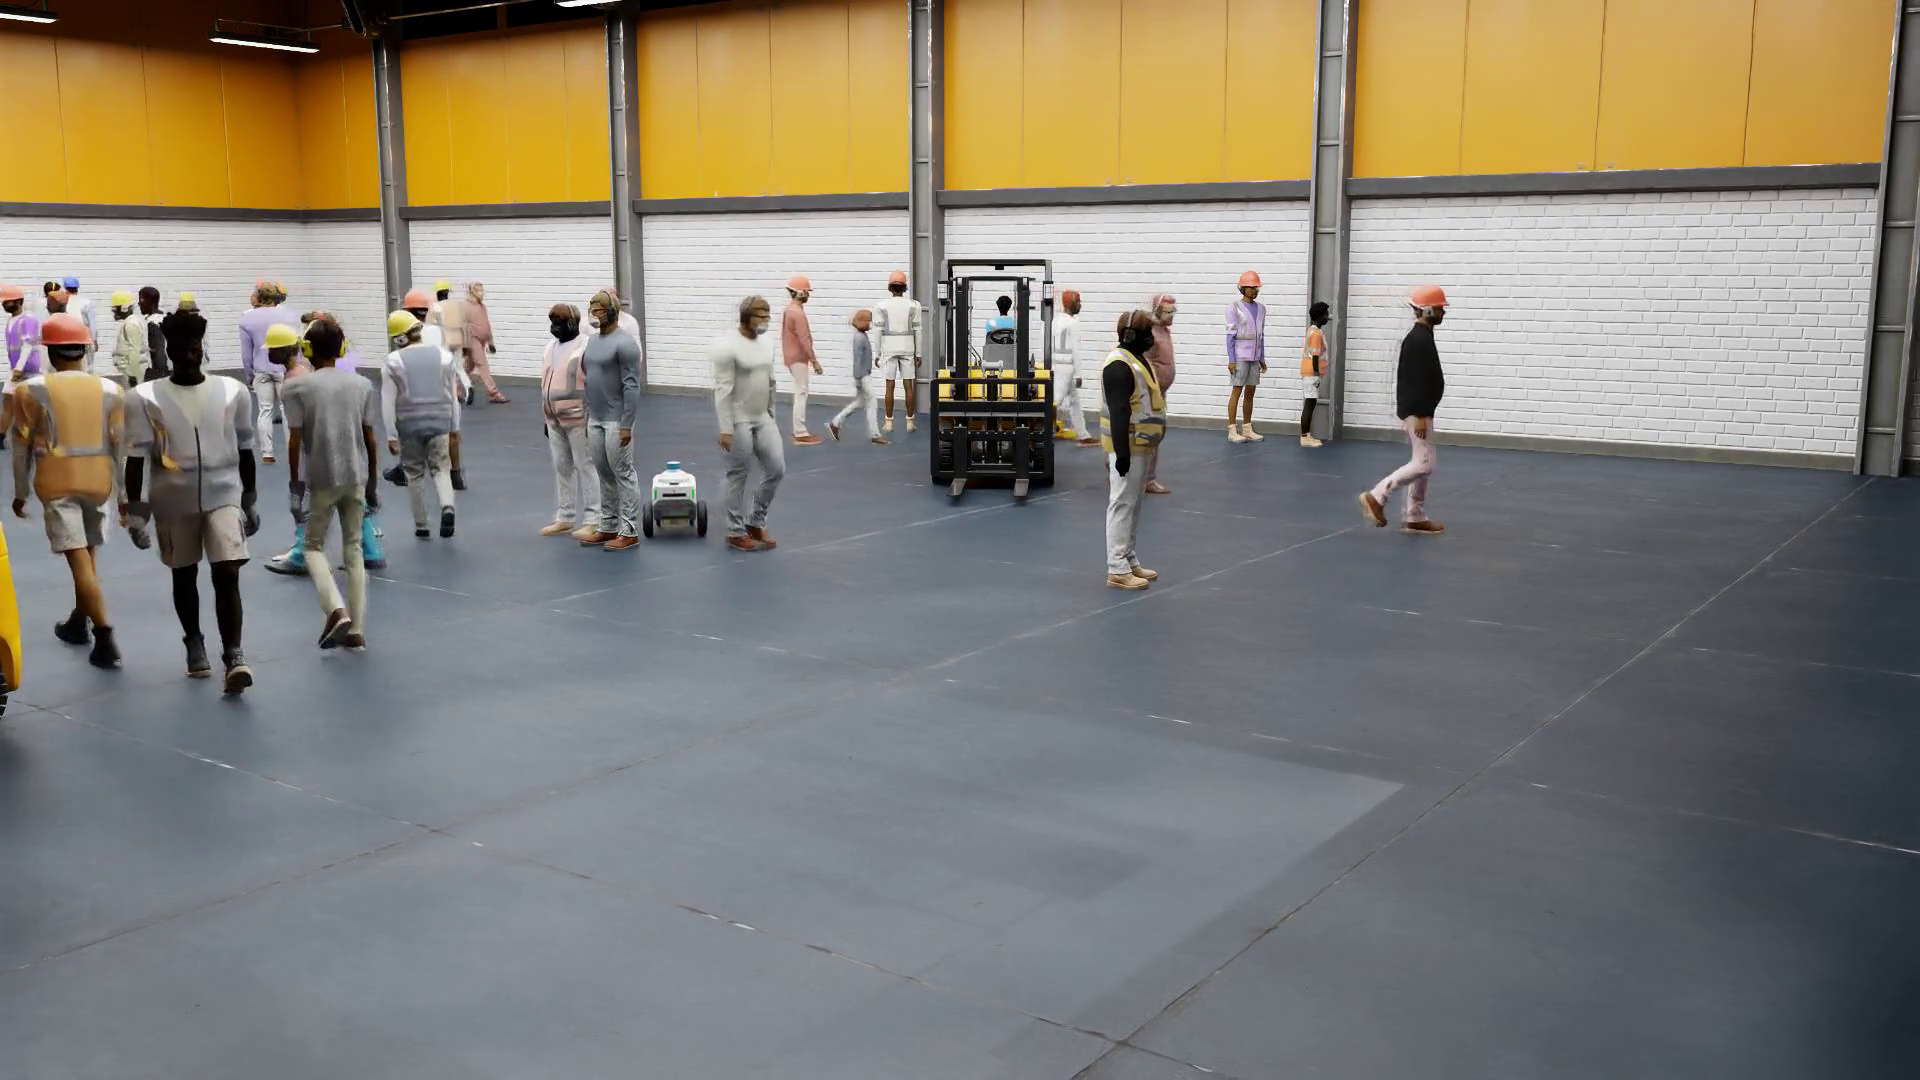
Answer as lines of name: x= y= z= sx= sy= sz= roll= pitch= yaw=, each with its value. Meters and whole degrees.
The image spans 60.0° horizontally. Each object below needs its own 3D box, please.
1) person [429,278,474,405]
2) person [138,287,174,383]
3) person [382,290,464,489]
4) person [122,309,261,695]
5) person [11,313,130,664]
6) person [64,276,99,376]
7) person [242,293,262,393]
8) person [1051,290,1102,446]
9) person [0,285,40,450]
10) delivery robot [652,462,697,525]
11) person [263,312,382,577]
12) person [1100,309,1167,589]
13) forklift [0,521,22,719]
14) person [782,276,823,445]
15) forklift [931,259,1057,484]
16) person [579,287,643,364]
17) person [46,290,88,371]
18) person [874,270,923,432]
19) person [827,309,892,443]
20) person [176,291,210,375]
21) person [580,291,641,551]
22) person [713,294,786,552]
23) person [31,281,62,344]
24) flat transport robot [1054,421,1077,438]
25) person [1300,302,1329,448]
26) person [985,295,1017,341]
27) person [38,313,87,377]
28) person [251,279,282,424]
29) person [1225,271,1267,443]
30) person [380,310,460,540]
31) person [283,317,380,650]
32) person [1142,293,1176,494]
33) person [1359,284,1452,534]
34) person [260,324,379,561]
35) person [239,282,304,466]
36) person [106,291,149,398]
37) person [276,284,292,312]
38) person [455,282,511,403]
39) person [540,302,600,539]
person: x=-7.468 y=-2.888 z=24.453 sx=0.607 sy=1.906 sz=0.704 roll=-9 pitch=13 yaw=-44
person: x=-9.166 y=-1.938 z=18.932 sx=1.010 sy=1.865 sz=0.598 roll=-2 pitch=10 yaw=-9
person: x=-5.110 y=-1.426 z=15.831 sx=1.000 sy=1.878 sz=0.567 roll=6 pitch=11 yaw=33
person: x=-3.829 y=-0.185 z=8.329 sx=0.634 sy=1.907 sz=1.009 roll=-6 pitch=11 yaw=-30
person: x=-4.811 y=-0.286 z=9.059 sx=1.018 sy=1.889 sz=0.542 roll=9 pitch=13 yaw=41
person: x=-13.667 y=-3.110 z=25.753 sx=0.643 sy=1.907 sz=0.949 roll=-3 pitch=10 yaw=-18
person: x=-11.425 y=-3.206 z=27.160 sx=0.523 sy=1.636 sz=0.311 roll=-5 pitch=11 yaw=-28
person: x=1.179 y=-1.950 z=19.118 sx=1.014 sy=1.837 sz=0.574 roll=-4 pitch=10 yaw=-22
person: x=-10.826 y=-1.982 z=19.154 sx=0.558 sy=1.889 sz=0.965 roll=5 pitch=11 yaw=29
delivery robot: x=-2.277 y=-0.381 z=13.250 sx=0.477 sy=0.478 sz=0.707 roll=-1 pitch=10 yaw=-10
person: x=-4.411 y=-0.657 z=11.456 sx=0.771 sy=1.810 sz=0.583 roll=-2 pitch=10 yaw=-14
person: x=1.152 y=-0.606 z=11.062 sx=0.429 sy=1.842 sz=0.637 roll=3 pitch=10 yaw=18
forklift: x=-5.296 y=-0.090 z=6.943 sx=1.214 sy=2.155 sz=2.313 roll=7 pitch=12 yaw=35
person: x=-1.870 y=-2.106 z=19.574 sx=0.439 sy=1.988 sz=0.634 roll=-3 pitch=10 yaw=-15
forklift: x=0.370 y=-1.738 z=16.759 sx=1.214 sy=2.155 sz=2.313 roll=1 pitch=10 yaw=3
person: x=-3.750 y=-1.767 z=17.889 sx=0.666 sy=1.880 sz=0.651 roll=-3 pitch=10 yaw=-17
person: x=-10.089 y=-1.883 z=18.723 sx=0.580 sy=1.829 sz=1.016 roll=7 pitch=12 yaw=38
person: x=-0.782 y=-2.379 z=21.024 sx=0.615 sy=2.043 sz=0.373 roll=-1 pitch=10 yaw=-6
person: x=-1.203 y=-1.938 z=19.734 sx=0.732 sy=1.603 sz=0.503 roll=0 pitch=10 yaw=1
person: x=-10.701 y=-2.582 z=23.128 sx=0.521 sy=1.743 sz=0.307 roll=-6 pitch=11 yaw=-30
person: x=-2.619 y=-0.888 z=12.456 sx=0.372 sy=1.940 sz=0.631 roll=-9 pitch=13 yaw=-43
person: x=-1.557 y=-0.849 z=12.292 sx=0.518 sy=1.909 sz=0.672 roll=6 pitch=11 yaw=33
person: x=-14.389 y=-3.153 z=26.259 sx=0.645 sy=1.843 sz=0.429 roll=0 pitch=10 yaw=2
flat transport robot: x=0.654 y=-1.328 z=20.034 sx=1.431 sy=0.197 sz=0.652 roll=-6 pitch=11 yaw=-32
person: x=4.122 y=-1.921 z=19.357 sx=0.321 sy=1.691 sz=0.532 roll=2 pitch=10 yaw=10
person: x=0.590 y=-2.441 z=22.423 sx=0.542 sy=1.695 sz=0.316 roll=-2 pitch=10 yaw=-11
person: x=-9.289 y=-1.544 z=17.314 sx=0.440 sy=1.622 sz=0.511 roll=5 pitch=11 yaw=30
person: x=-9.099 y=-2.480 z=22.004 sx=0.414 sy=1.923 sz=0.564 roll=-1 pitch=10 yaw=-7
person: x=3.434 y=-2.181 z=19.846 sx=0.608 sy=2.044 sz=0.378 roll=-7 pitch=12 yaw=-36
person: x=-4.095 y=-0.856 z=12.713 sx=0.604 sy=1.789 sz=0.607 roll=-6 pitch=11 yaw=-31
person: x=-3.442 y=-0.295 z=9.168 sx=0.509 sy=1.854 sz=0.427 roll=-7 pitch=12 yaw=-36
person: x=1.715 y=-1.350 z=15.430 sx=0.622 sy=1.865 sz=0.700 roll=3 pitch=10 yaw=19
person: x=3.532 y=-1.015 z=13.066 sx=0.577 sy=1.982 sz=0.621 roll=3 pitch=10 yaw=15
person: x=-4.661 y=-0.722 z=12.134 sx=0.742 sy=1.723 sz=0.538 roll=-5 pitch=11 yaw=-26
person: x=-7.251 y=-1.747 z=17.589 sx=0.627 sy=1.934 sz=0.372 roll=-1 pitch=10 yaw=-5
person: x=-9.702 y=-2.010 z=19.544 sx=0.581 sy=1.813 sz=0.640 roll=-5 pitch=11 yaw=-26
person: x=-11.373 y=-3.397 z=27.910 sx=0.533 sy=1.768 sz=0.310 roll=3 pitch=10 yaw=15
person: x=-7.372 y=-2.997 z=25.330 sx=1.049 sy=1.847 sz=0.657 roll=2 pitch=10 yaw=10
person: x=-3.043 y=-0.928 z=12.986 sx=0.633 sy=1.841 sz=0.429 roll=7 pitch=12 yaw=36
